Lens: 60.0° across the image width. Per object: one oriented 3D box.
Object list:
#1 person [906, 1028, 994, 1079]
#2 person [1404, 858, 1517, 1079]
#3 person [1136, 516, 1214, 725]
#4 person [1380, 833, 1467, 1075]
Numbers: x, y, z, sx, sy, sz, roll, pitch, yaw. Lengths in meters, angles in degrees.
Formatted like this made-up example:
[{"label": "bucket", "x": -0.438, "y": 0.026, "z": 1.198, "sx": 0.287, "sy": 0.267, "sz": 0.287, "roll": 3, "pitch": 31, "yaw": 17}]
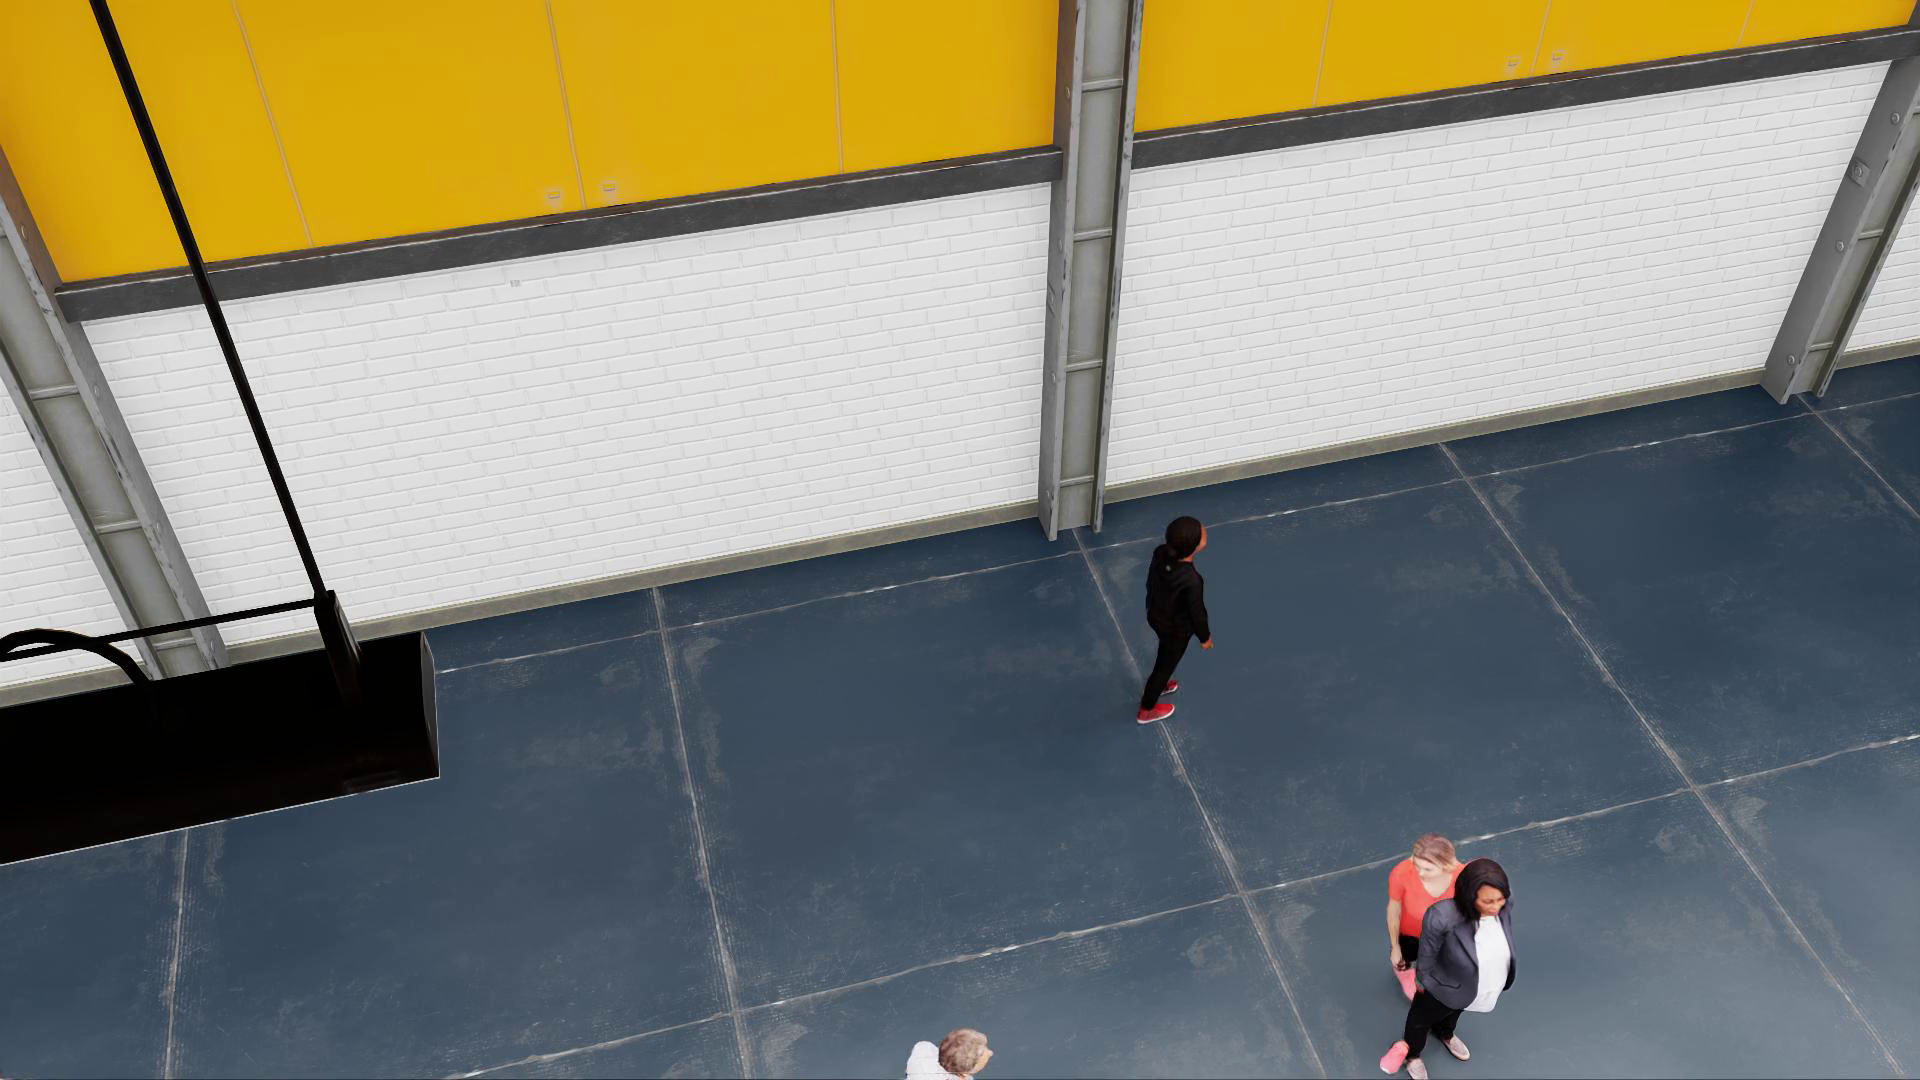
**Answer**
[{"label": "person", "x": -0.145, "y": 2.811, "z": 7.681, "sx": 1.022, "sy": 1.775, "sz": 0.819, "roll": -22, "pitch": 48, "yaw": -22}, {"label": "person", "x": 2.543, "y": 2.182, "z": 8.470, "sx": 0.667, "sy": 1.597, "sz": 0.785, "roll": -20, "pitch": 47, "yaw": -19}, {"label": "person", "x": 1.223, "y": 0.529, "z": 10.159, "sx": 0.649, "sy": 1.662, "sz": 0.648, "roll": -17, "pitch": 46, "yaw": -17}, {"label": "person", "x": 2.443, "y": 1.982, "z": 8.648, "sx": 1.059, "sy": 1.642, "sz": 1.048, "roll": 7, "pitch": 44, "yaw": 7}]
